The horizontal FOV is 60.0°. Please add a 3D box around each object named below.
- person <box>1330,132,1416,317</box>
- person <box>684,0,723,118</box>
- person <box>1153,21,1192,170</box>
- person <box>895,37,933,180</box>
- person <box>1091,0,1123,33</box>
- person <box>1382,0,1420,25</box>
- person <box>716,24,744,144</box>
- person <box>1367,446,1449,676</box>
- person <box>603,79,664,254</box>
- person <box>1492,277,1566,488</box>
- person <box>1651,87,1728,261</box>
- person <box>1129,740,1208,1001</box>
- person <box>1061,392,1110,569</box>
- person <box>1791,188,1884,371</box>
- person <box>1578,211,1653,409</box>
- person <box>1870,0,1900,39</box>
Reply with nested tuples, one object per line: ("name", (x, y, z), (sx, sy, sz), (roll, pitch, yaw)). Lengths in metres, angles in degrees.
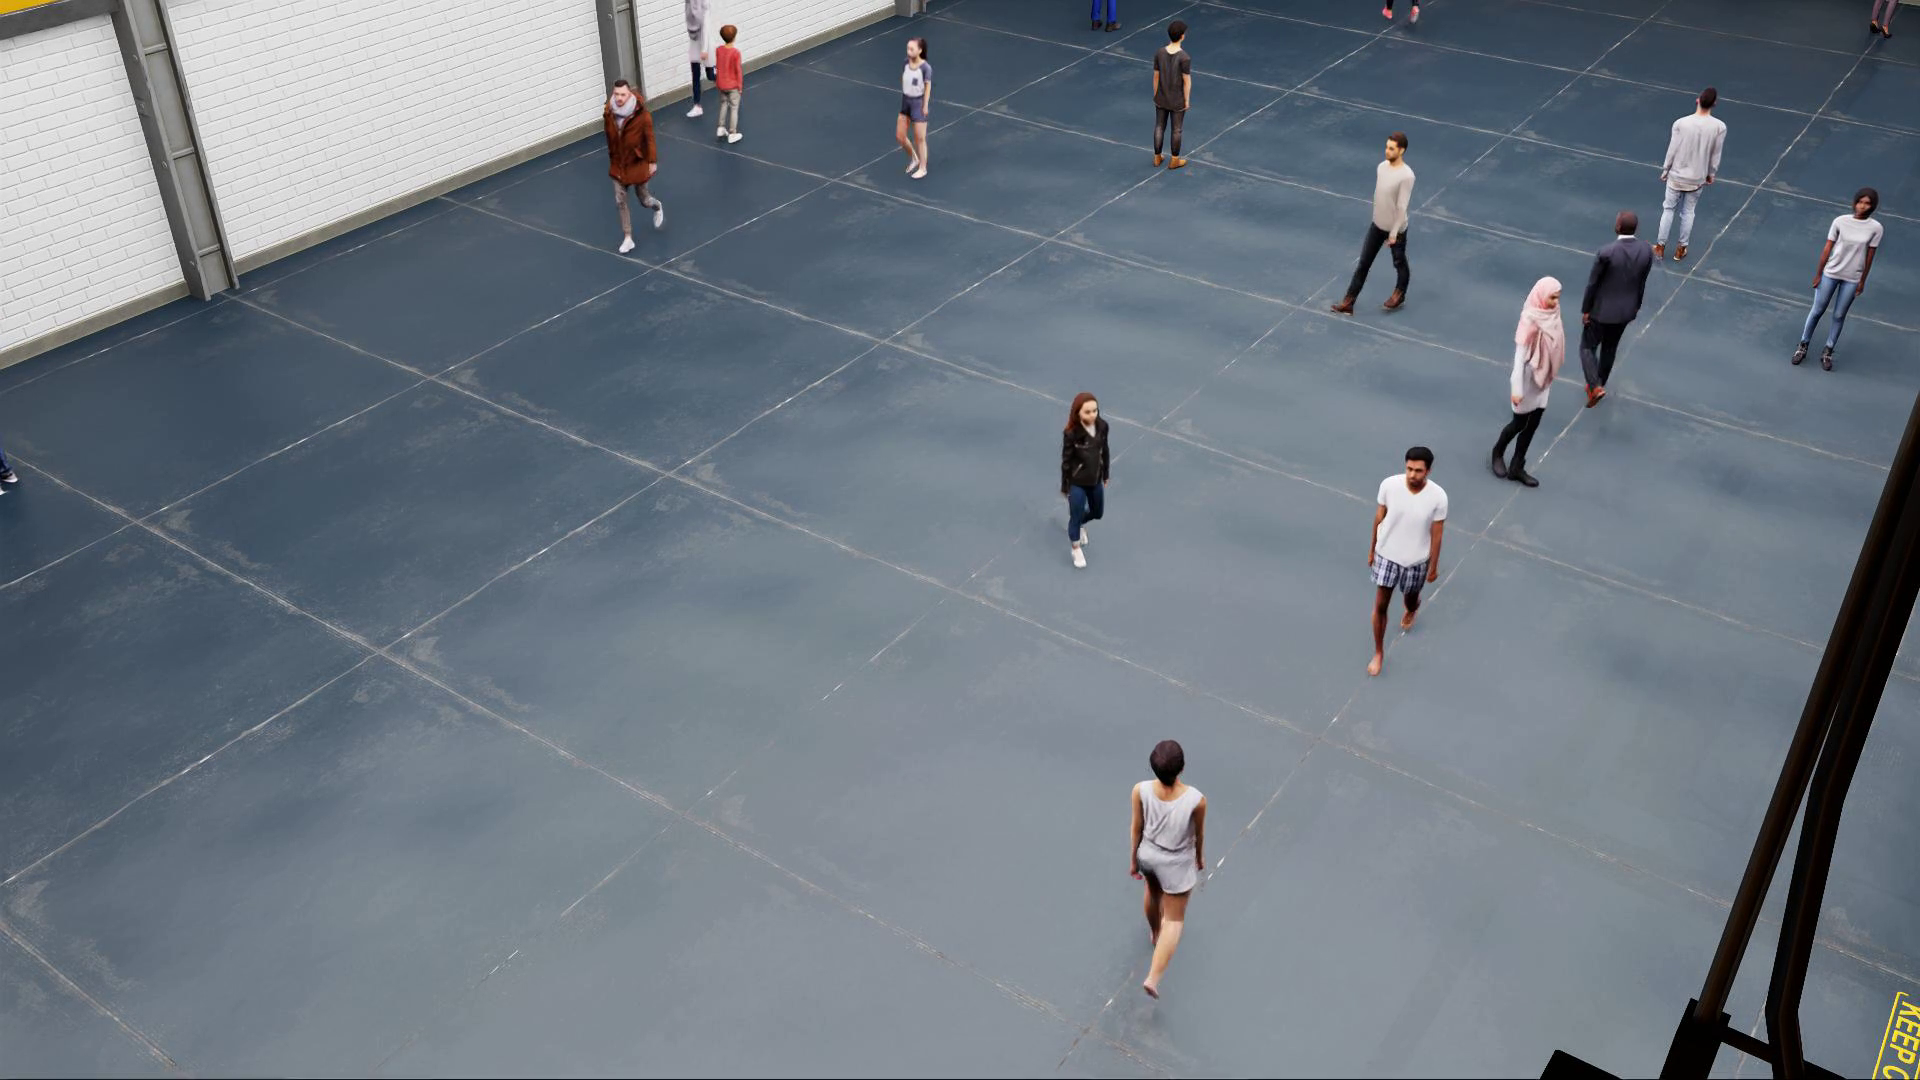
("person", (4.219, -3.025, 16.093), (1.260, 1.808, 0.905), (-22, 40, -30))
("person", (-3.180, -6.235, 20.971), (0.646, 1.755, 0.992), (26, 41, 33))
("person", (2.472, -5.207, 19.458), (0.621, 1.717, 0.554), (19, 38, 26))
("person", (-0.462, -5.013, 19.239), (0.633, 1.637, 0.610), (28, 42, 35))
("person", (2.114, -8.315, 24.014), (0.642, 1.850, 0.585), (17, 37, 24))
("person", (6.532, -8.384, 24.280), (1.080, 1.671, 1.097), (-8, 34, -12))
("person", (-2.836, -5.548, 20.257), (0.566, 1.401, 0.588), (15, 36, 21))
("person", (3.090, 0.076, 11.519), (0.746, 1.708, 1.034), (15, 36, 21))
("person", (-3.440, -3.972, 17.511), (0.940, 1.816, 1.145), (8, 34, 11))
("person", (4.603, -1.301, 13.509), (0.751, 1.798, 0.818), (-21, 39, -29))
("person", (7.544, -3.795, 17.223), (0.755, 1.840, 0.694), (9, 35, 13))
("person", (1.108, 1.790, 9.053), (0.676, 1.583, 1.007), (13, 36, 19))
("person", (0.907, -0.502, 12.604), (0.697, 1.470, 0.756), (-16, 37, -23))
("person", (8.067, -2.401, 15.235), (0.612, 1.720, 0.569), (15, 37, 22))
("person", (5.703, -1.957, 14.487), (0.961, 1.808, 1.037), (-1, 34, -2))
("person", (13.409, -8.083, 23.827), (0.722, 1.672, 0.672), (-7, 34, -11))
